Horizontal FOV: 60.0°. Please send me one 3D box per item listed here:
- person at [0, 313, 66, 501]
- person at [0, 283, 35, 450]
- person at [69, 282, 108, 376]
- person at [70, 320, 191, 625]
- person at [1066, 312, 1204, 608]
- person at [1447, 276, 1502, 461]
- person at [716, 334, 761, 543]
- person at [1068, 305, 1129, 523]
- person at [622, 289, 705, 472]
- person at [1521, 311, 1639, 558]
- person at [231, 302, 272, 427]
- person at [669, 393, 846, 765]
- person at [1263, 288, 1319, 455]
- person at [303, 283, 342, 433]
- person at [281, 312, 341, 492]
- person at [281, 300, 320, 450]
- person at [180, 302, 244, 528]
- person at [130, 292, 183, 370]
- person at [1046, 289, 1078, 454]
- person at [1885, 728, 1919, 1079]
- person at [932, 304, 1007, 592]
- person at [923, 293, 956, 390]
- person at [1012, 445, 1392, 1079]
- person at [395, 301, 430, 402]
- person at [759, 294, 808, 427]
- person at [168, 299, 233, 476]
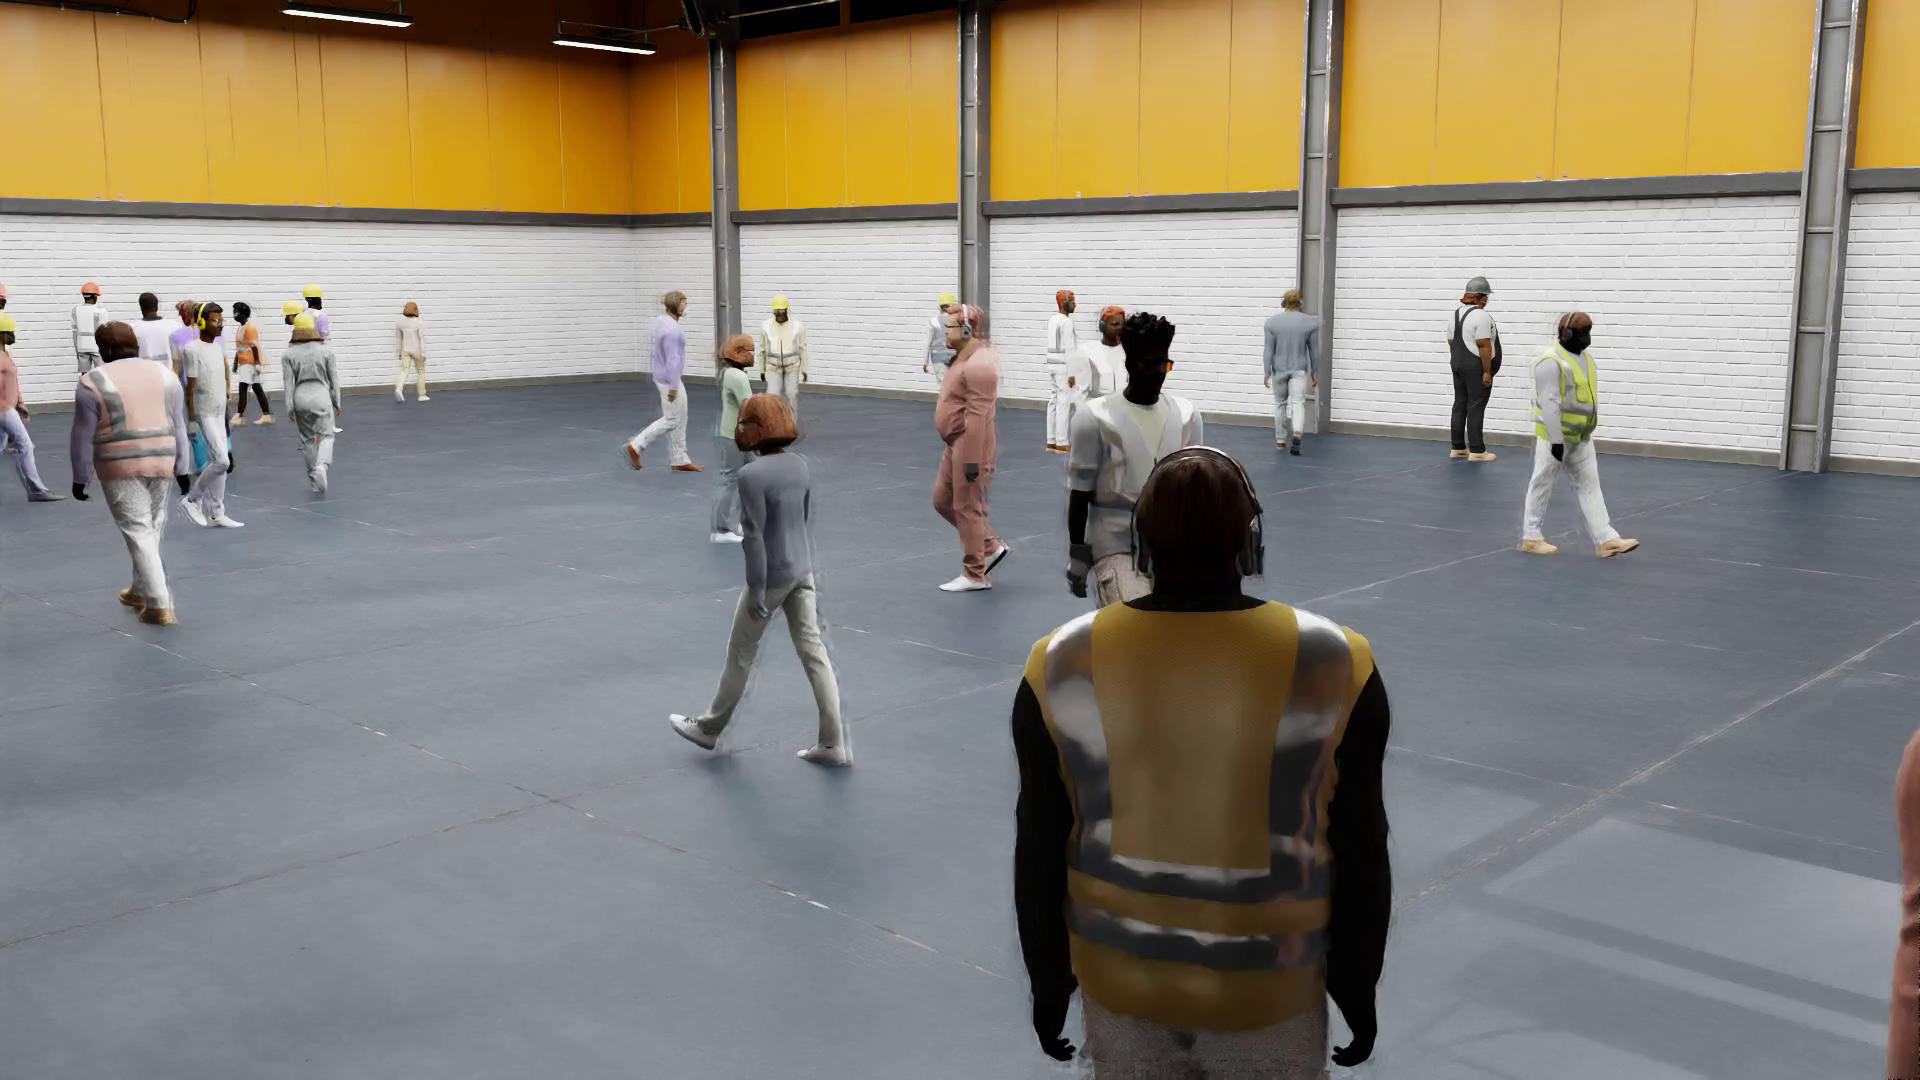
[{"bbox_3d":[-8.684,-1.186,15.036,0.873,1.728,0.532,-4,10,-23],"label":"person"},{"bbox_3d":[-11.261,-2.007,19.320,0.707,1.977,0.632,-1,9,-7],"label":"person"},{"bbox_3d":[-12.548,-2.759,24.080,0.540,1.929,0.380,0,9,-1],"label":"person"},{"bbox_3d":[-5.044,-0.408,10.019,0.858,1.806,0.643,6,11,33],"label":"person"},{"bbox_3d":[0.795,0.042,6.841,0.631,1.933,0.802,-5,10,-27],"label":"person"},{"bbox_3d":[5.750,-1.907,18.506,0.536,2.000,0.675,-3,10,-16],"label":"person"},{"bbox_3d":[-1.657,-0.776,12.866,0.578,1.613,0.505,-2,9,-12],"label":"person"},{"bbox_3d":[1.154,-0.964,13.342,0.576,1.845,0.948,-3,10,-18],"label":"person"},{"bbox_3d":[-3.071,-1.617,17.138,0.769,1.919,0.639,-2,10,-13],"label":"person"},{"bbox_3d":[4.513,-0.748,12.121,0.662,1.801,0.904,-7,12,-37],"label":"person"},{"bbox_3d":[-9.655,-2.351,22.340,0.766,1.662,0.550,-6,11,-34],"label":"person"},{"bbox_3d":[-0.851,0.168,7.152,0.854,1.587,0.534,5,11,29],"label":"person"},{"bbox_3d":[3.811,-1.942,19.155,0.640,1.912,0.921,1,9,8],"label":"person"},{"bbox_3d":[-8.313,-2.338,21.483,0.588,1.930,0.364,5,10,28],"label":"person"},{"bbox_3d":[-6.093,-1.275,15.633,0.493,1.716,0.705,-2,10,-15],"label":"person"},{"bbox_3d":[-7.744,-1.933,19.550,0.368,1.757,0.532,-3,10,-16],"label":"person"},{"bbox_3d":[-6.074,-0.990,13.485,0.423,1.846,0.553,1,9,5],"label":"person"},{"bbox_3d":[-8.615,-1.710,17.844,0.600,1.863,0.916,-6,11,-34],"label":"person"},{"bbox_3d":[1.180,-1.937,19.167,0.337,1.882,0.584,-3,10,-20],"label":"person"},{"bbox_3d":[1.536,0.831,2.174,0.676,1.916,0.434,-1,9,-6],"label":"person"},{"bbox_3d":[0.031,-0.598,10.934,0.438,1.890,0.671,-1,9,-9],"label":"person"},{"bbox_3d":[-0.218,-2.451,22.597,0.621,1.785,0.898,-3,10,-17],"label":"person"},{"bbox_3d":[0.401,0.751,2.850,0.641,1.830,0.606,2,10,15],"label":"person"},{"bbox_3d":[-8.754,-2.994,26.481,0.509,1.606,0.759,2,9,11],"label":"person"},{"bbox_3d":[-2.194,-2.139,20.618,0.615,1.812,0.427,0,9,-1],"label":"person"},{"bbox_3d":[-7.645,-1.521,16.815,0.582,1.820,0.576,-9,13,-43],"label":"person"}]
